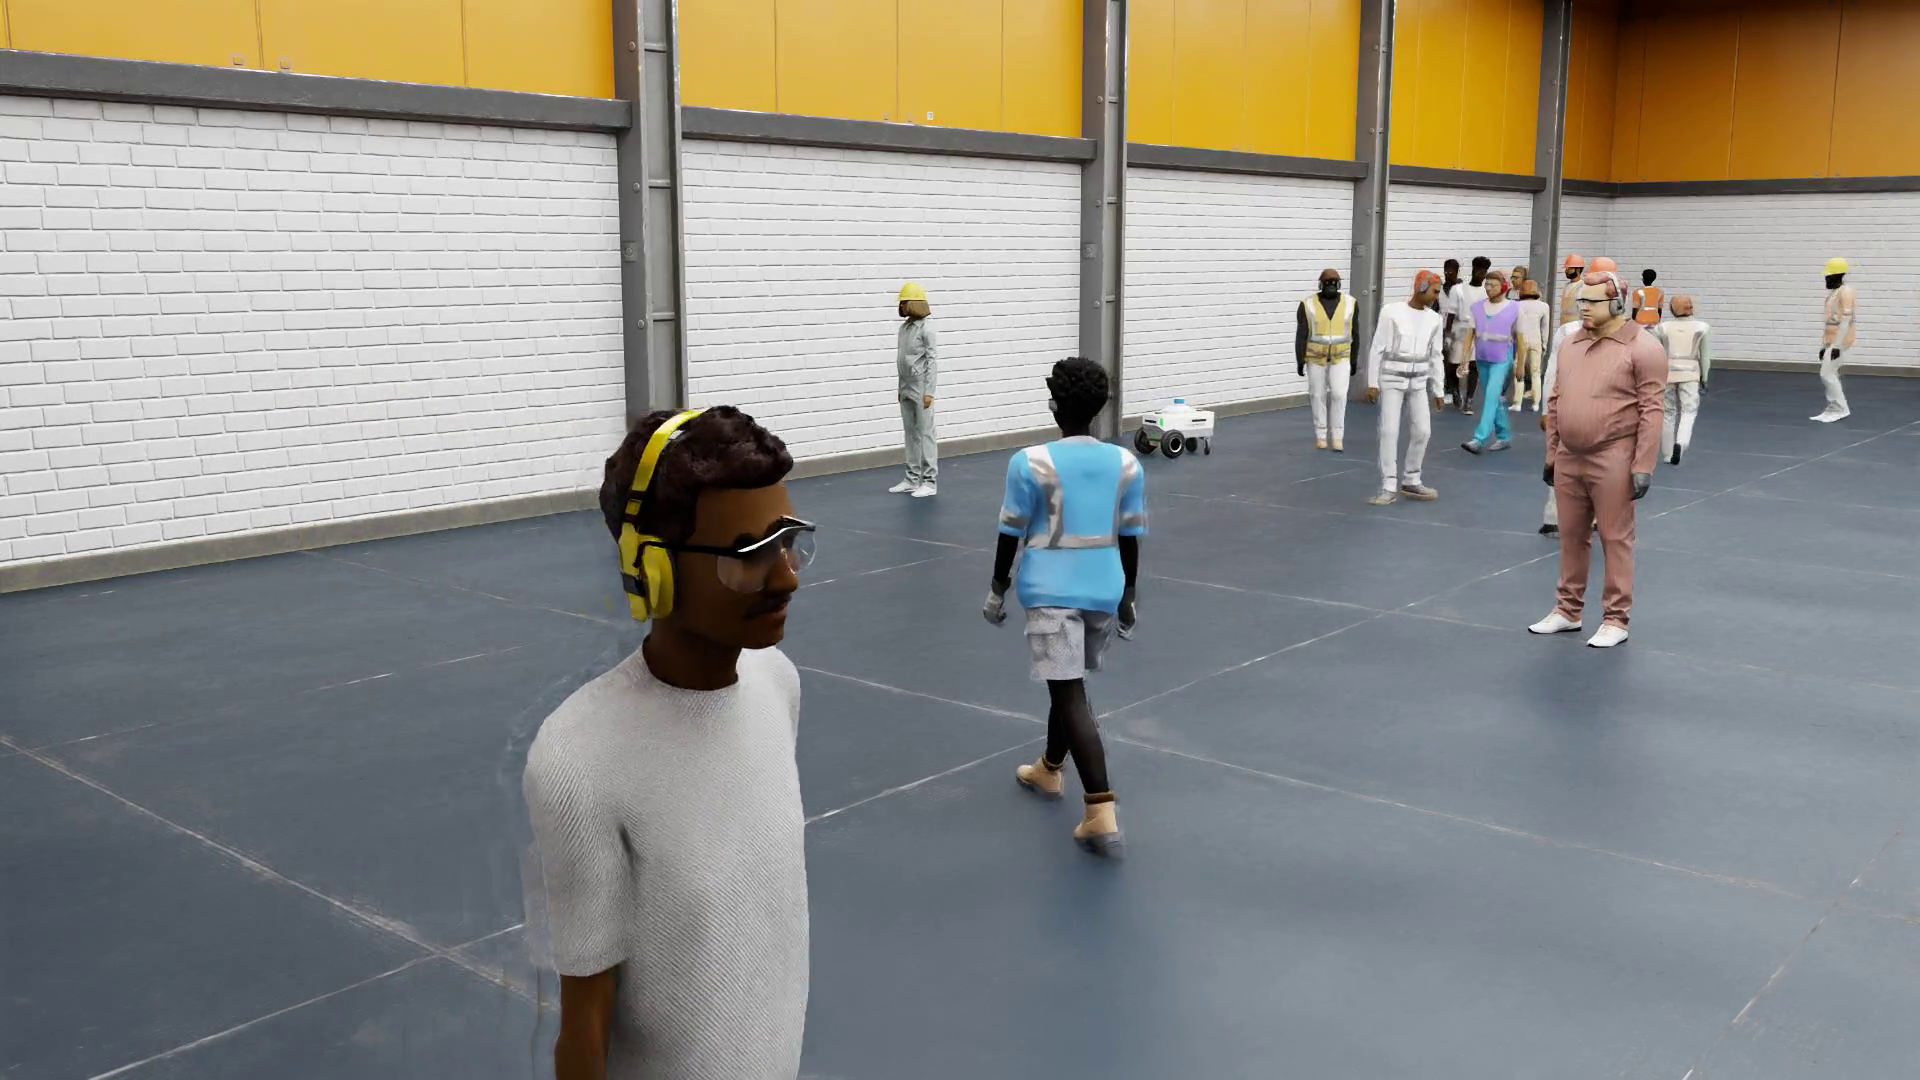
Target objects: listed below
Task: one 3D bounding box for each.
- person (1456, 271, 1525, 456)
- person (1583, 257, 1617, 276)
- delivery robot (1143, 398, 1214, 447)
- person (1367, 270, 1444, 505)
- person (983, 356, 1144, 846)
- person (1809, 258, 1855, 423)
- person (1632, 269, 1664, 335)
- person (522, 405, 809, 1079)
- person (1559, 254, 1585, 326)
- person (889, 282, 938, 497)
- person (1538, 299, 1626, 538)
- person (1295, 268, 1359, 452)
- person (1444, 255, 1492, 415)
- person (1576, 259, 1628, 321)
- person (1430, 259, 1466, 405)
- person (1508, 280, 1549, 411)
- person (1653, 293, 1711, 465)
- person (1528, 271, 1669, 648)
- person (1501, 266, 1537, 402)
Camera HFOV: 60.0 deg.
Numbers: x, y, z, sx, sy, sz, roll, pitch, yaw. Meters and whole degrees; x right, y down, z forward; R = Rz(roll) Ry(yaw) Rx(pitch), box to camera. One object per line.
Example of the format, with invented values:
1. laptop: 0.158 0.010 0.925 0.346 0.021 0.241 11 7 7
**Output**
1. person: 5.214 -1.735 16.355 0.983 1.792 0.568 -8 13 -39
2. person: 6.130 -1.742 15.993 0.357 1.937 0.551 1 10 8
3. delivery robot: 2.142 -1.152 16.299 0.707 0.478 0.477 -6 12 -31
4. person: 3.536 -1.206 13.208 0.683 1.853 0.373 -2 10 -13
5. person: 0.391 0.191 5.780 0.528 1.655 0.864 -6 12 -30
6. person: 10.131 -2.305 19.310 0.447 1.903 0.608 2 10 11
7. person: 10.792 -3.408 26.163 0.539 1.695 0.317 -2 10 -9
8. person: -0.366 0.752 2.060 0.547 1.846 0.519 5 11 27
9. person: 8.040 -2.777 21.885 0.358 1.938 0.542 -2 10 -13
10. person: -0.374 -1.225 13.599 0.312 1.744 0.487 -7 12 -33
11. person: 4.379 -0.895 11.629 0.638 1.799 0.406 0 10 0
12. person: 3.659 -1.782 16.563 0.644 1.811 0.779 1 10 7
13. person: 6.240 -2.517 20.412 0.637 1.936 0.817 1 10 7
14. person: 7.478 -2.297 19.279 0.914 1.895 0.655 -8 13 -38
15. person: 6.358 -2.681 21.506 0.620 1.875 0.737 -7 12 -36
16. person: 7.050 -2.411 20.668 0.507 1.631 0.265 0 10 -1
17. person: 6.653 -1.473 15.398 0.523 1.615 0.653 5 11 26
18. person: 3.238 -0.408 8.493 0.402 1.904 0.652 -6 12 -30
19. person: 7.402 -2.730 22.035 0.968 1.800 0.528 -6 12 -30
